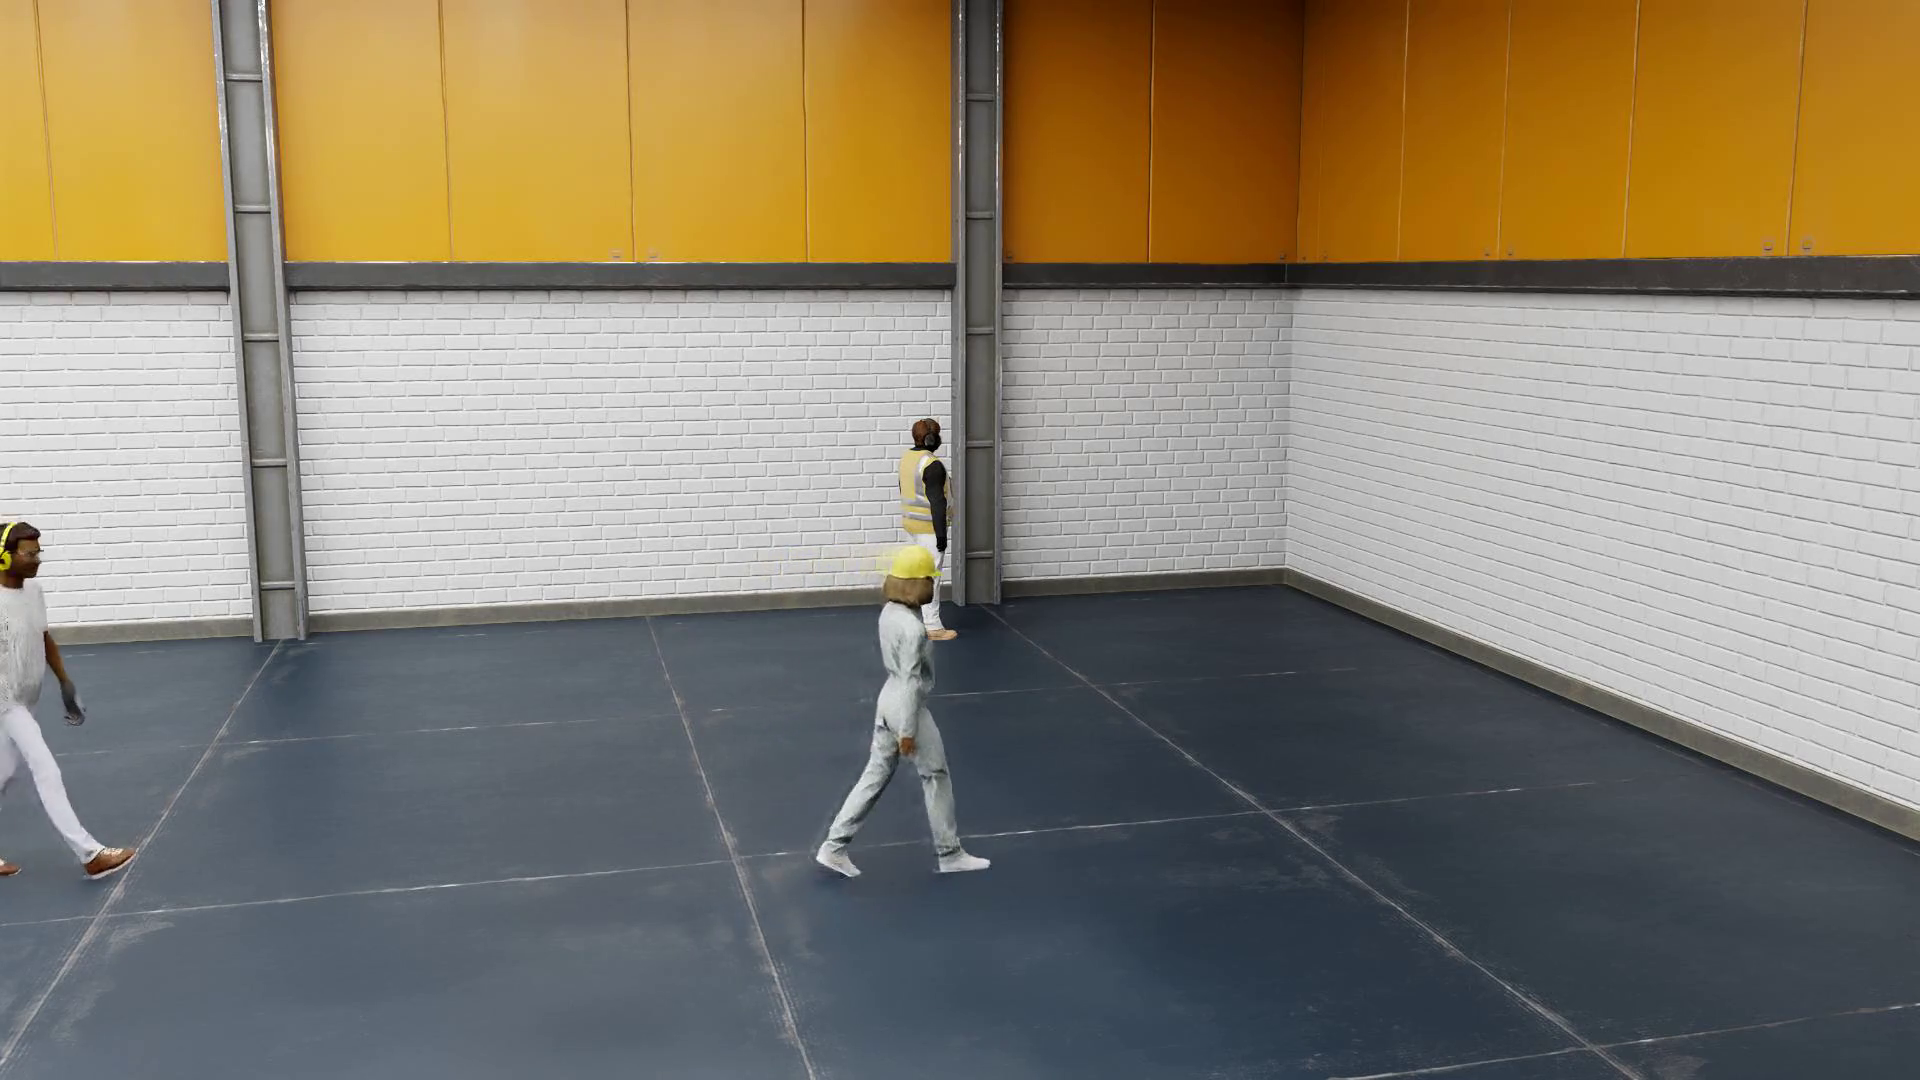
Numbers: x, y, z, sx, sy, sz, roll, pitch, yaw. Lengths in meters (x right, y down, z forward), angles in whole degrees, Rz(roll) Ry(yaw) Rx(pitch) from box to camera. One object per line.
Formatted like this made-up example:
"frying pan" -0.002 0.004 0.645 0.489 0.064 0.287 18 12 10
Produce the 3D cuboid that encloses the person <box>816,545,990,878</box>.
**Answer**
"person" -0.314 0.863 8.300 0.865 1.708 0.492 -4 10 -22

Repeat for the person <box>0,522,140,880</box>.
"person" -4.613 0.812 8.295 0.978 1.808 0.526 0 9 -1

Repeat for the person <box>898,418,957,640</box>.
"person" -0.267 -0.091 13.825 0.429 1.846 0.625 -5 10 -28
